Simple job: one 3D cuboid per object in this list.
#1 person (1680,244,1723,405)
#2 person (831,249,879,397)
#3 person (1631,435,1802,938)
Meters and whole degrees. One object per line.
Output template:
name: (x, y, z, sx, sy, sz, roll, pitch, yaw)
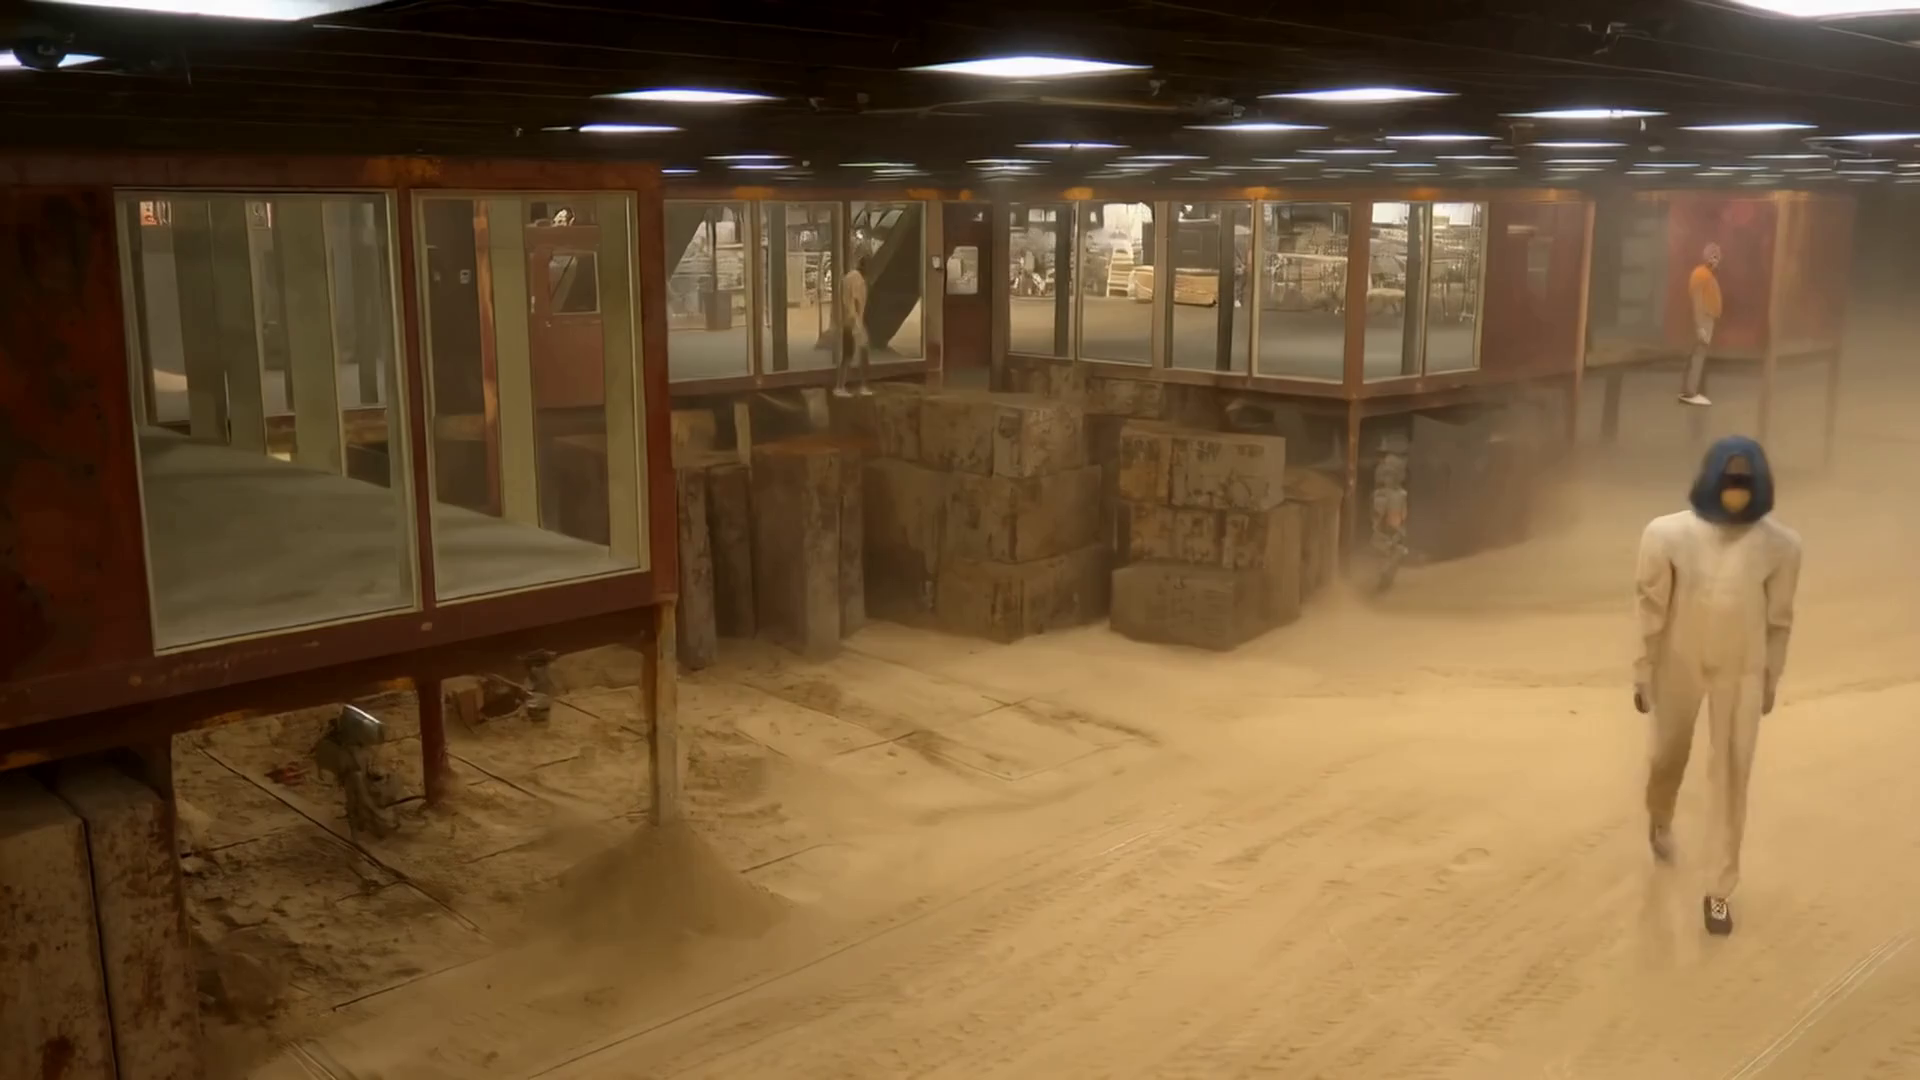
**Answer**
person: (8.871, -2.575, 19.868, 0.403, 1.904, 0.651, 4, 12, 17)
person: (-1.285, -2.647, 20.427, 0.703, 1.825, 0.533, 1, 11, 7)
person: (2.494, 0.431, 5.563, 0.497, 1.607, 0.715, 4, 12, 19)
